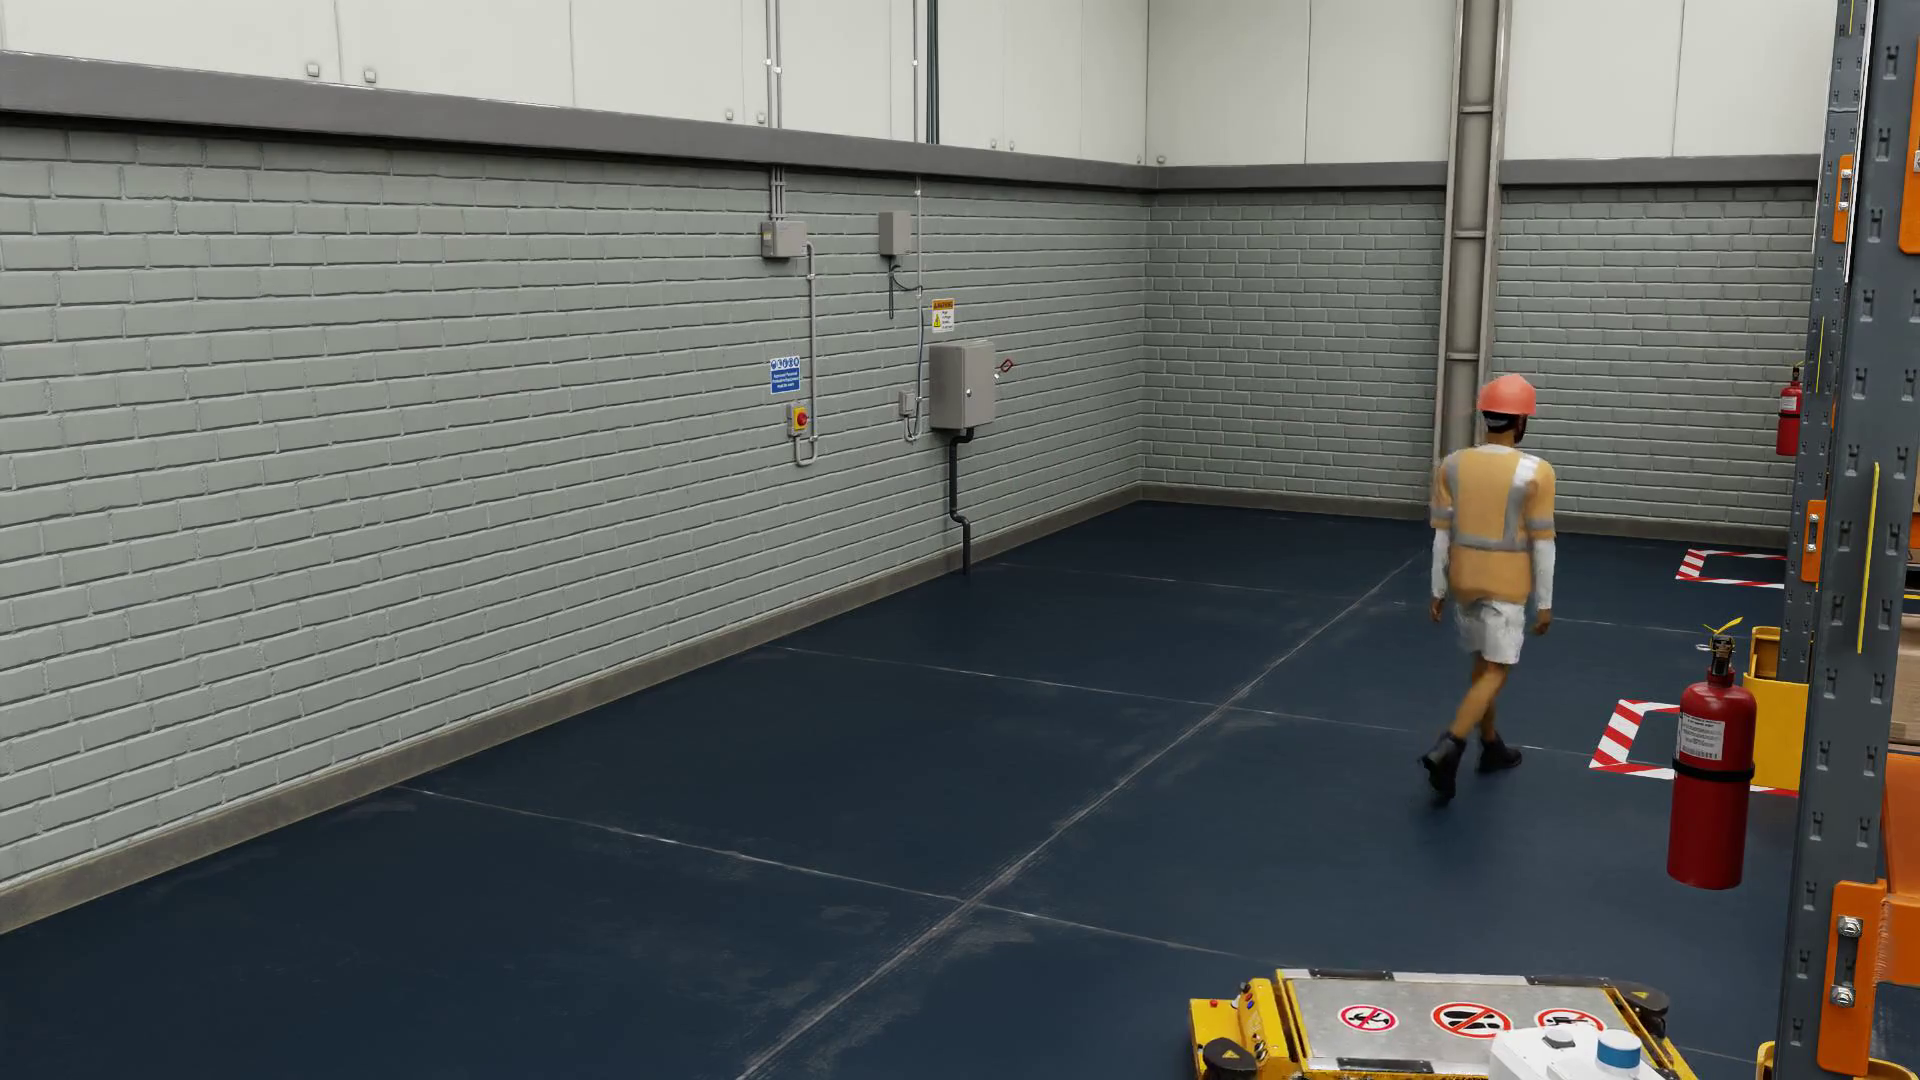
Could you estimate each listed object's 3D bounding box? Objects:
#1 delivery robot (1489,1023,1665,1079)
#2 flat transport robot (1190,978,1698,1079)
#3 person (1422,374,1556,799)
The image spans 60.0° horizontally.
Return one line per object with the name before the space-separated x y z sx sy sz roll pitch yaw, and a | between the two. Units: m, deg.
delivery robot | 1.614 1.455 4.108 0.477 0.478 0.707 -2 11 -11
flat transport robot | 1.417 1.501 4.888 1.431 0.197 0.652 1 10 4
person | 2.362 0.208 7.504 0.884 1.909 0.554 -10 14 -43
